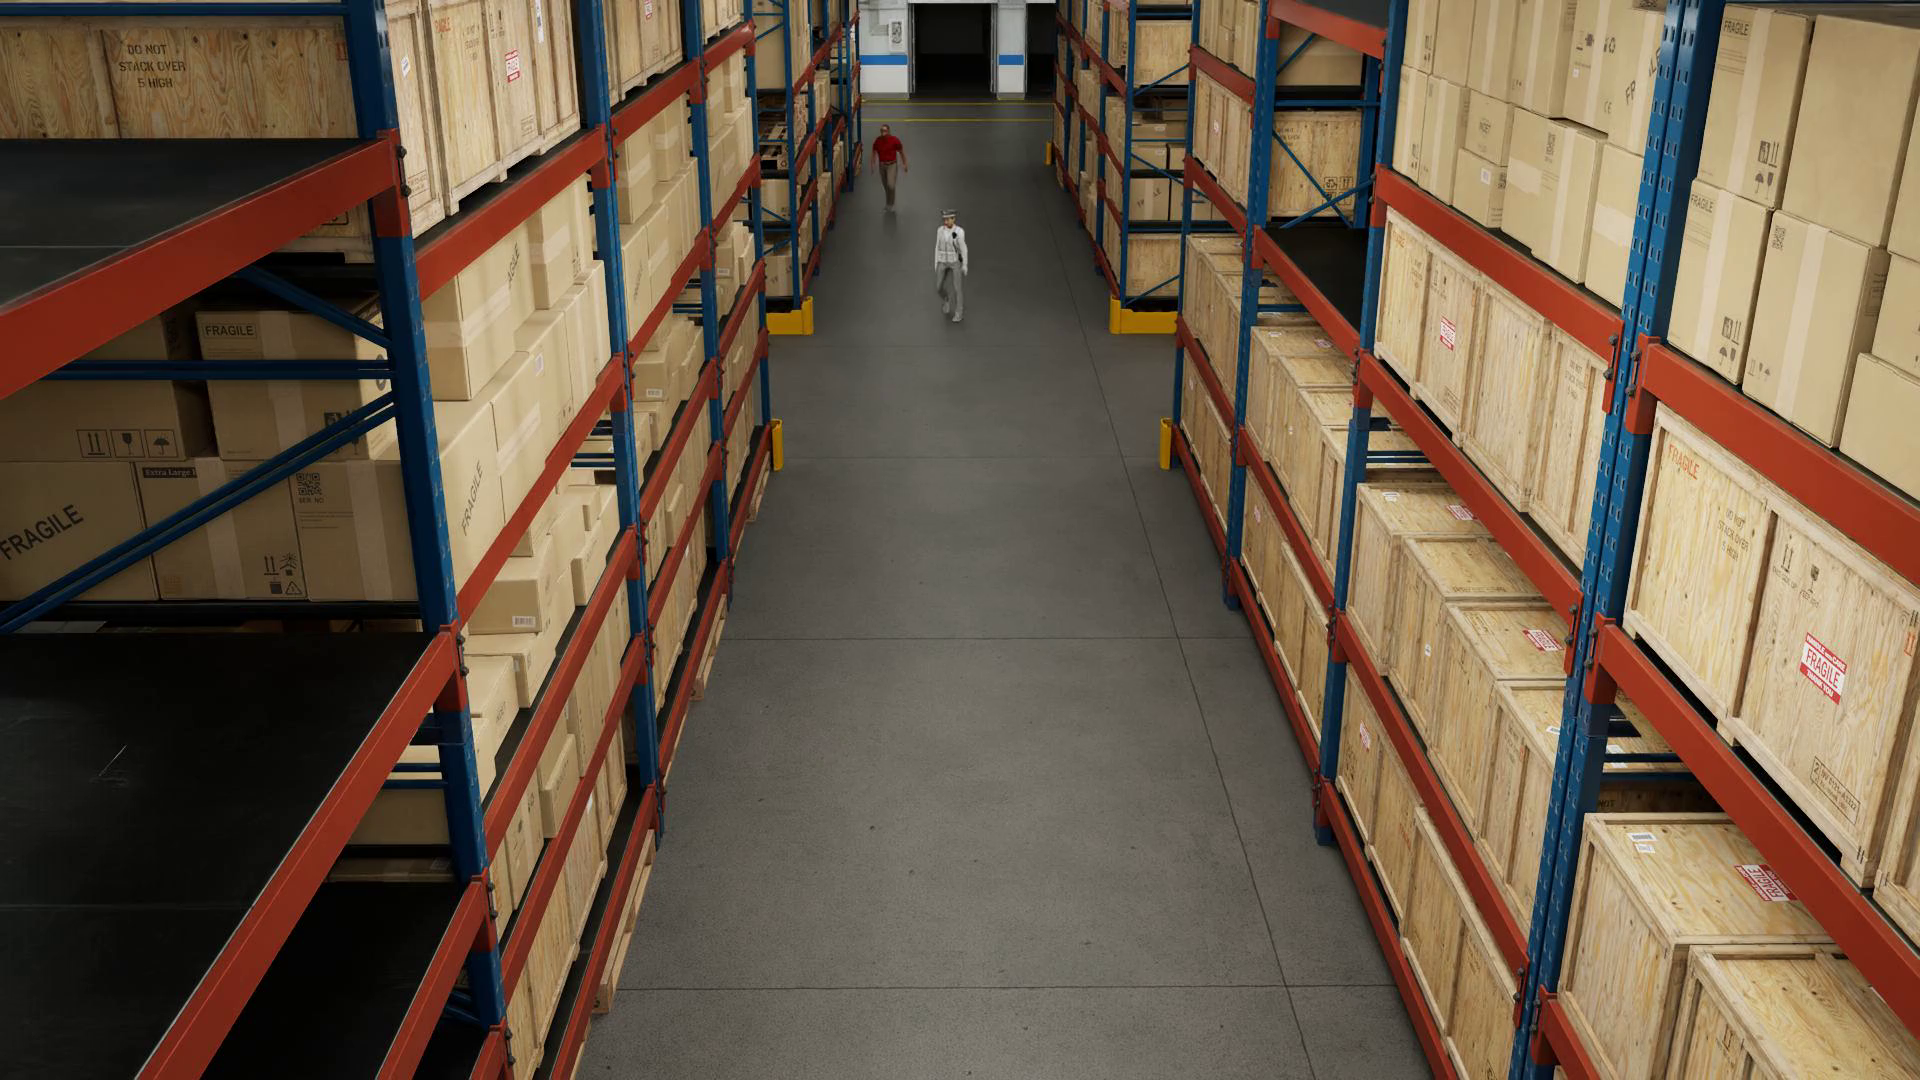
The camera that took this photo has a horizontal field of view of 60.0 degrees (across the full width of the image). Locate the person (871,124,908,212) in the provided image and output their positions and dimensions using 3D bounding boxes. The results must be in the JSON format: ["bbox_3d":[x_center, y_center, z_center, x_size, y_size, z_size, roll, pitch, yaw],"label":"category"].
[{"bbox_3d":[-1.445,-7.584,33.845,0.676,1.718,0.674,10,24,23],"label":"person"}]

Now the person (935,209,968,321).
[{"bbox_3d":[-0.122,-4.200,25.262,0.525,1.668,0.532,8,23,20],"label":"person"}]
